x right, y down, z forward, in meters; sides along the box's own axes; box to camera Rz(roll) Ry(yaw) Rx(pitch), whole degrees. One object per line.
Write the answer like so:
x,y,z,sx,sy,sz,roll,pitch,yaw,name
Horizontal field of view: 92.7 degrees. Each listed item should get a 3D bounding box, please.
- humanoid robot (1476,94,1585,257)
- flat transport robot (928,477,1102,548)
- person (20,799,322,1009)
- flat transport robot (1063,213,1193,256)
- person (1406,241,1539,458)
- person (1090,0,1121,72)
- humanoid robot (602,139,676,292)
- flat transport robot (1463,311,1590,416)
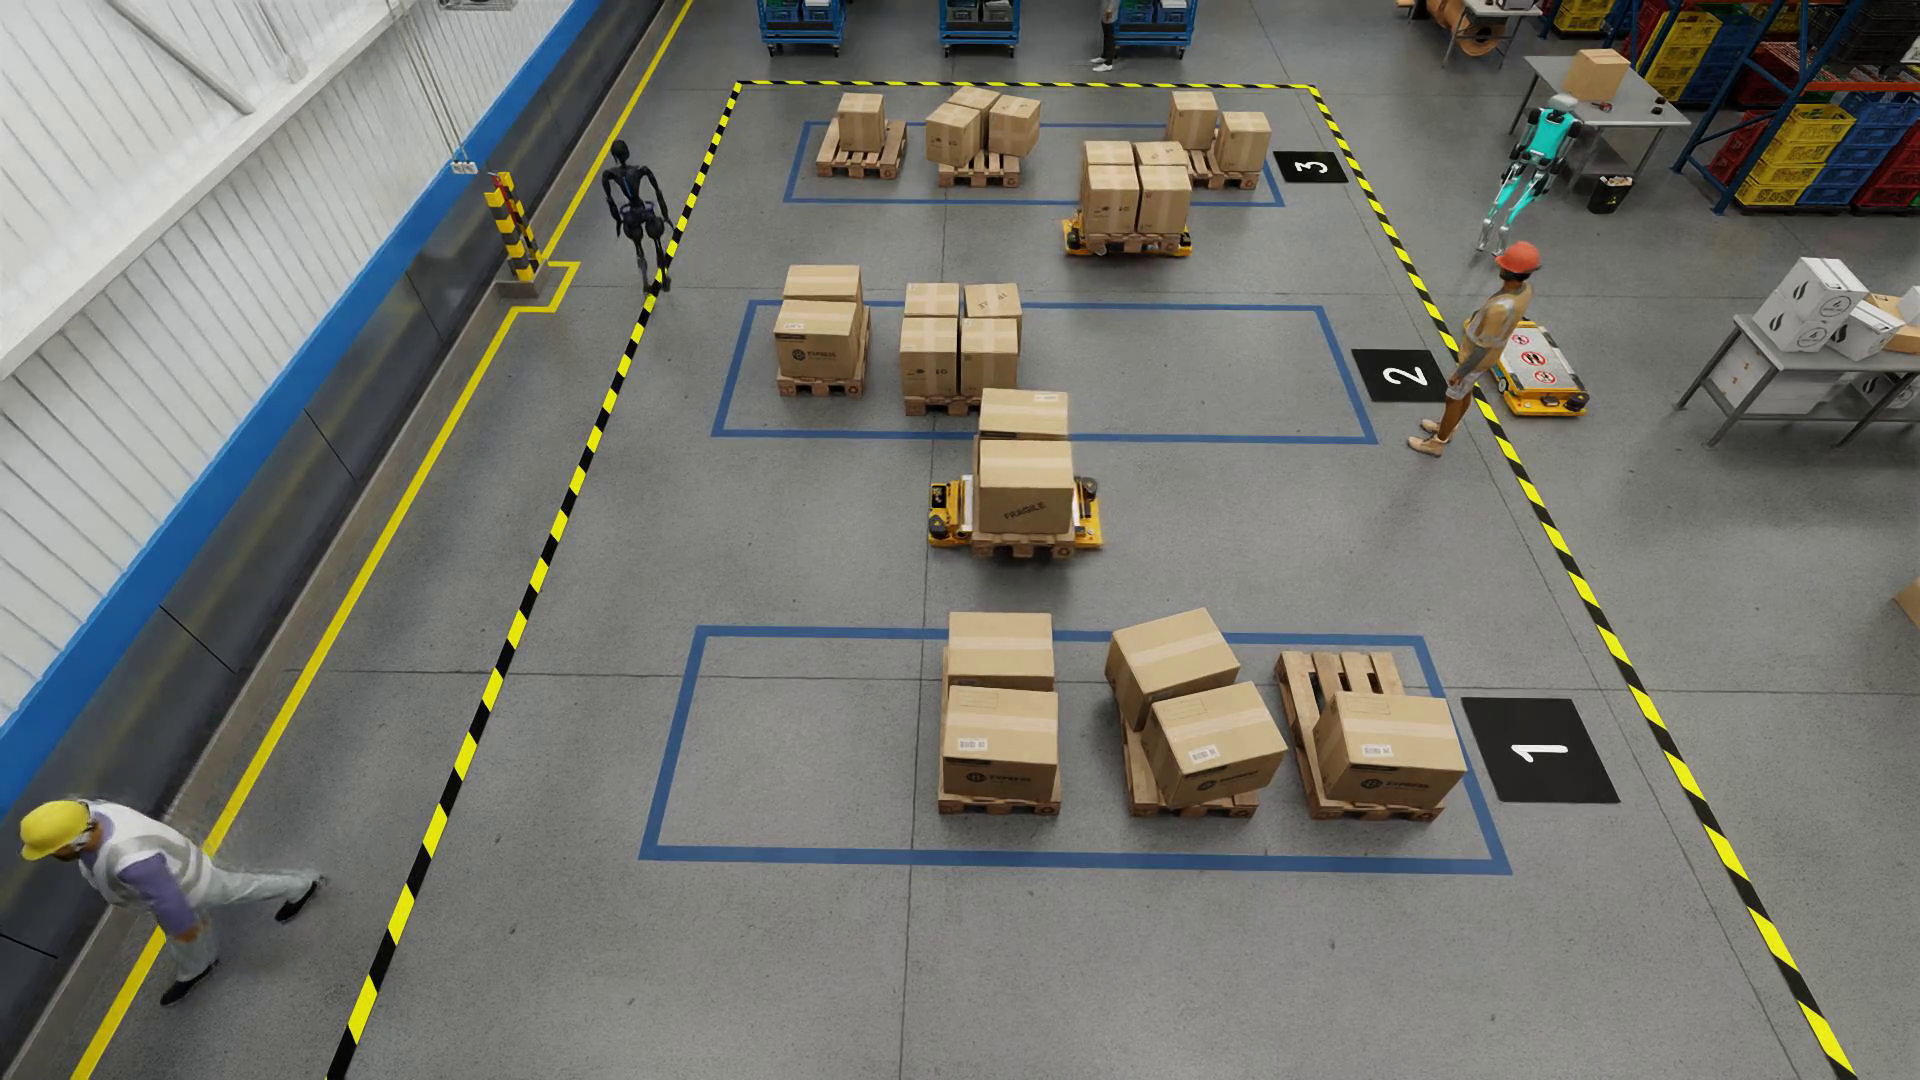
5.967,-3.808,9.773,0.735,1.672,0.533,-35,58,-26,humanoid robot
0.456,-0.249,7.731,1.431,0.197,0.652,1,49,1,flat transport robot
-4.278,1.867,4.914,0.614,1.780,0.922,23,53,19,person
1.932,-3.557,10.594,1.431,0.197,0.652,1,49,1,flat transport robot
4.323,-1.565,7.717,0.381,2.039,0.613,35,58,26,person
2.117,-7.762,13.205,0.397,1.850,0.596,0,49,0,person
-3.281,-3.285,9.444,0.608,1.639,0.421,-7,49,-6,humanoid robot
5.573,-1.757,9.054,0.659,0.231,1.431,1,49,1,flat transport robot
